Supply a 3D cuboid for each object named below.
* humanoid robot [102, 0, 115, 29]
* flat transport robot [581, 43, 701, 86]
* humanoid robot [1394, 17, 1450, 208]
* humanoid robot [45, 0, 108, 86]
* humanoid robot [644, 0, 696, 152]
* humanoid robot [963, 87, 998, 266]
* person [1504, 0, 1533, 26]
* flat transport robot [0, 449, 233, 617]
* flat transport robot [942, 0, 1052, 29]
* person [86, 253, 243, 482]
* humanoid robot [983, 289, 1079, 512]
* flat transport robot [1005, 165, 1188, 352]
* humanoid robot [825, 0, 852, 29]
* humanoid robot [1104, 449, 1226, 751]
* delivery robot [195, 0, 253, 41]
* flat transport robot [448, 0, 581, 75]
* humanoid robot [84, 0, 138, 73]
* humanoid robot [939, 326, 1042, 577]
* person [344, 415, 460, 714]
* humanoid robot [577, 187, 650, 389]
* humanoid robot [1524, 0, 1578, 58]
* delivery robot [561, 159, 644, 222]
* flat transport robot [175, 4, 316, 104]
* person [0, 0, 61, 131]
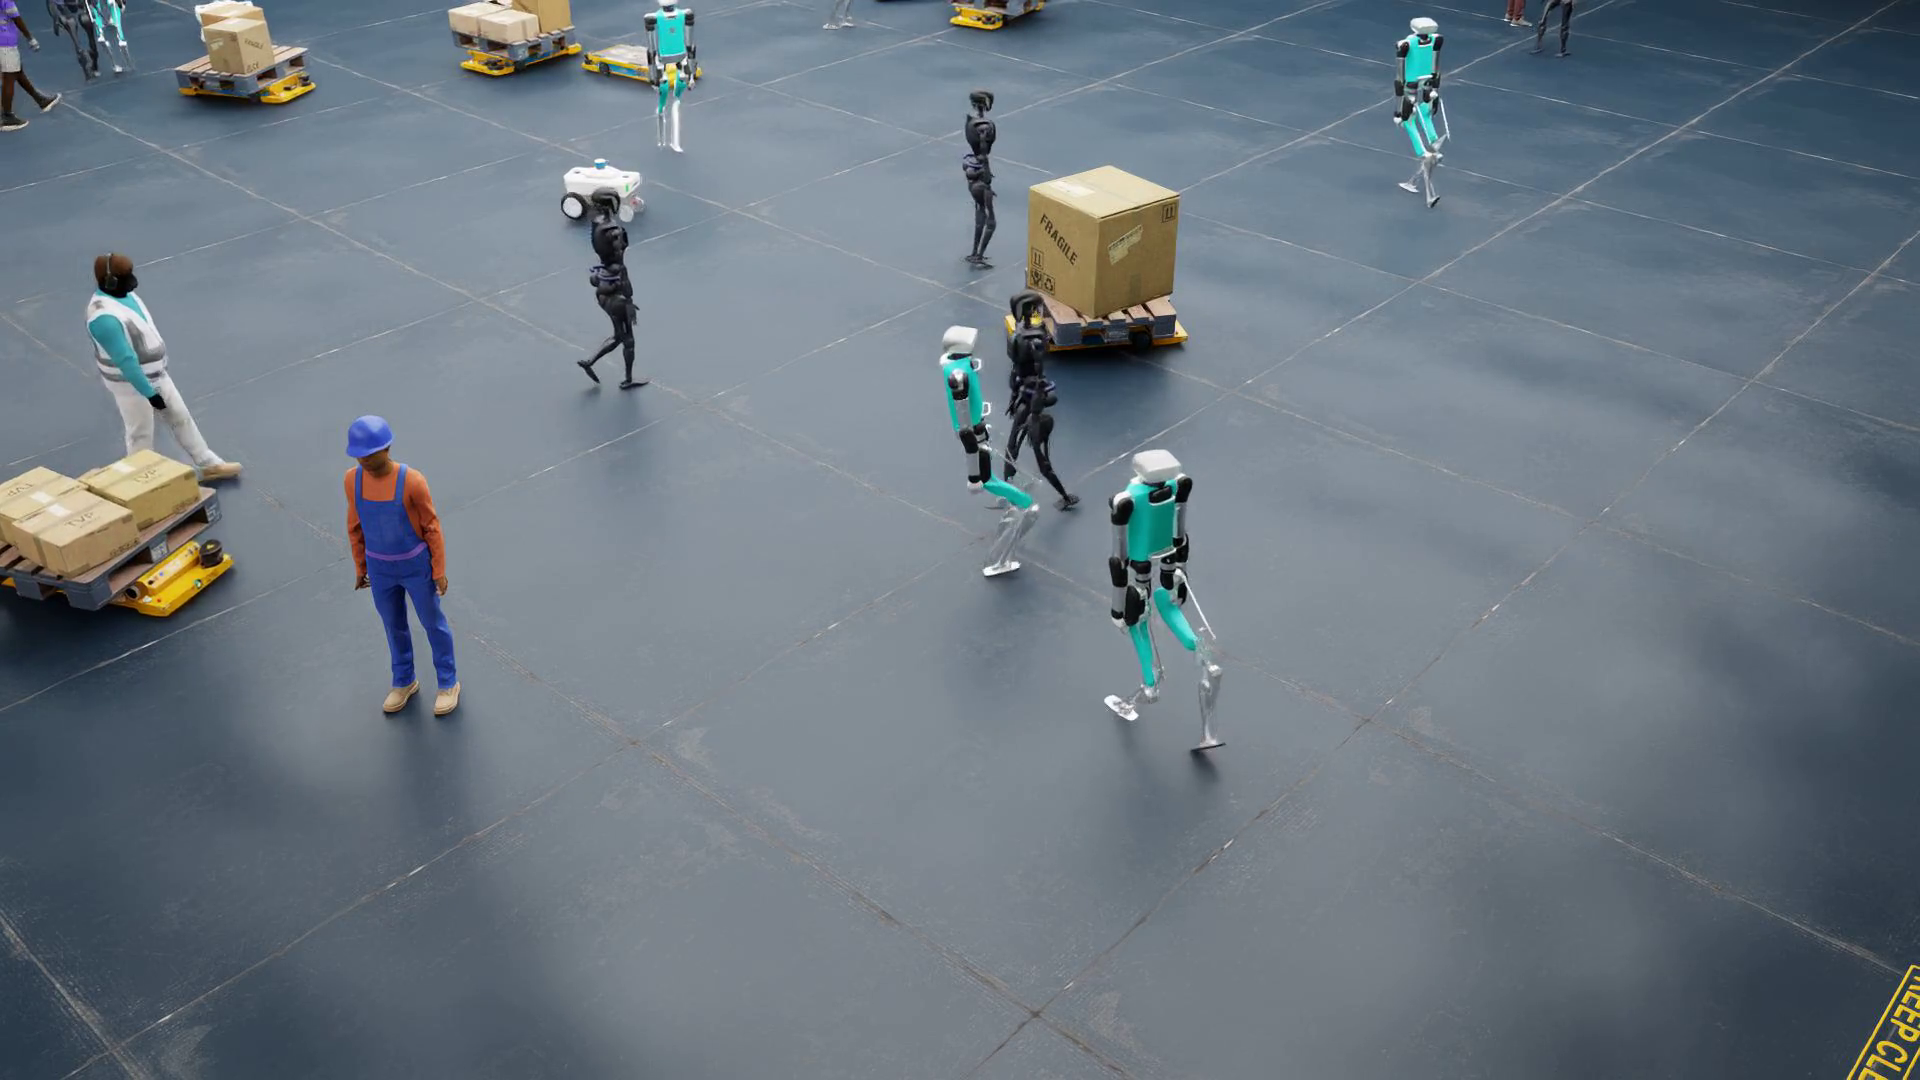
[{"bbox_3d":[-11.578,-7.678,22.078,0.533,1.737,0.733,-12,34,-18],"label":"humanoid robot"},{"bbox_3d":[-3.968,-5.905,20.662,1.431,0.231,0.659,20,37,29],"label":"flat transport robot"},{"bbox_3d":[4.707,-4.207,16.595,0.550,1.832,0.883,-15,35,-22],"label":"humanoid robot"},{"bbox_3d":[-10.692,-6.377,20.125,0.625,1.650,0.603,-19,37,-28],"label":"humanoid robot"},{"bbox_3d":[-3.125,-4.954,17.838,0.538,1.887,0.754,-14,35,-22],"label":"humanoid robot"},{"bbox_3d":[0.202,-3.309,15.145,0.340,1.657,0.588,-4,32,-7],"label":"humanoid robot"},{"bbox_3d":[7.640,-7.848,22.336,0.380,1.805,0.552,-3,32,-4],"label":"person"},{"bbox_3d":[-5.598,0.149,10.914,1.431,0.231,0.659,10,33,15],"label":"flat transport robot"},{"bbox_3d":[0.522,-7.316,22.935,0.659,0.231,1.431,18,36,26],"label":"flat transport robot"},{"bbox_3d":[-5.536,-1.111,11.478,0.743,1.815,0.644,-3,32,-5],"label":"person"},{"bbox_3d":[0.484,-0.917,11.341,0.680,1.646,0.599,-6,32,-10],"label":"humanoid robot"},{"bbox_3d":[1.146,-1.836,14.111,1.431,0.231,0.659,-6,32,-9],"label":"flat transport robot"},{"bbox_3d":[-1.683,-7.693,22.173,0.842,1.776,0.538,10,33,16],"label":"humanoid robot"},{"bbox_3d":[1.209,0.436,9.101,0.535,1.775,0.997,-21,37,-30],"label":"humanoid robot"},{"bbox_3d":[-9.703,-6.917,22.017,0.793,0.590,0.499,-11,33,-17],"label":"delivery robot"},{"bbox_3d":[-5.615,-6.204,21.144,0.659,0.231,1.431,21,37,30],"label":"flat transport robot"},{"bbox_3d":[-10.435,-6.498,20.261,0.539,1.839,0.691,-12,34,-19],"label":"humanoid robot"},{"bbox_3d":[0.256,-0.488,10.611,0.777,1.837,0.531,0,32,0],"label":"humanoid robot"},{"bbox_3d":[-3.155,0.148,9.361,0.532,1.908,0.368,3,32,5],"label":"person"},{"bbox_3d":[-2.759,-1.933,12.938,0.517,1.638,0.590,-17,36,-25],"label":"humanoid robot"},{"bbox_3d":[7.570,-6.904,20.946,0.584,1.642,0.586,-19,37,-28],"label":"humanoid robot"},{"bbox_3d":[-3.540,-3.474,16.470,0.791,0.587,0.499,7,33,11],"label":"delivery robot"},{"bbox_3d":[-8.562,-5.468,19.958,1.431,0.231,0.659,9,33,14],"label":"flat transport robot"},{"bbox_3d":[-10.678,-5.656,18.697,0.614,1.916,0.958,15,35,22],"label":"person"}]
